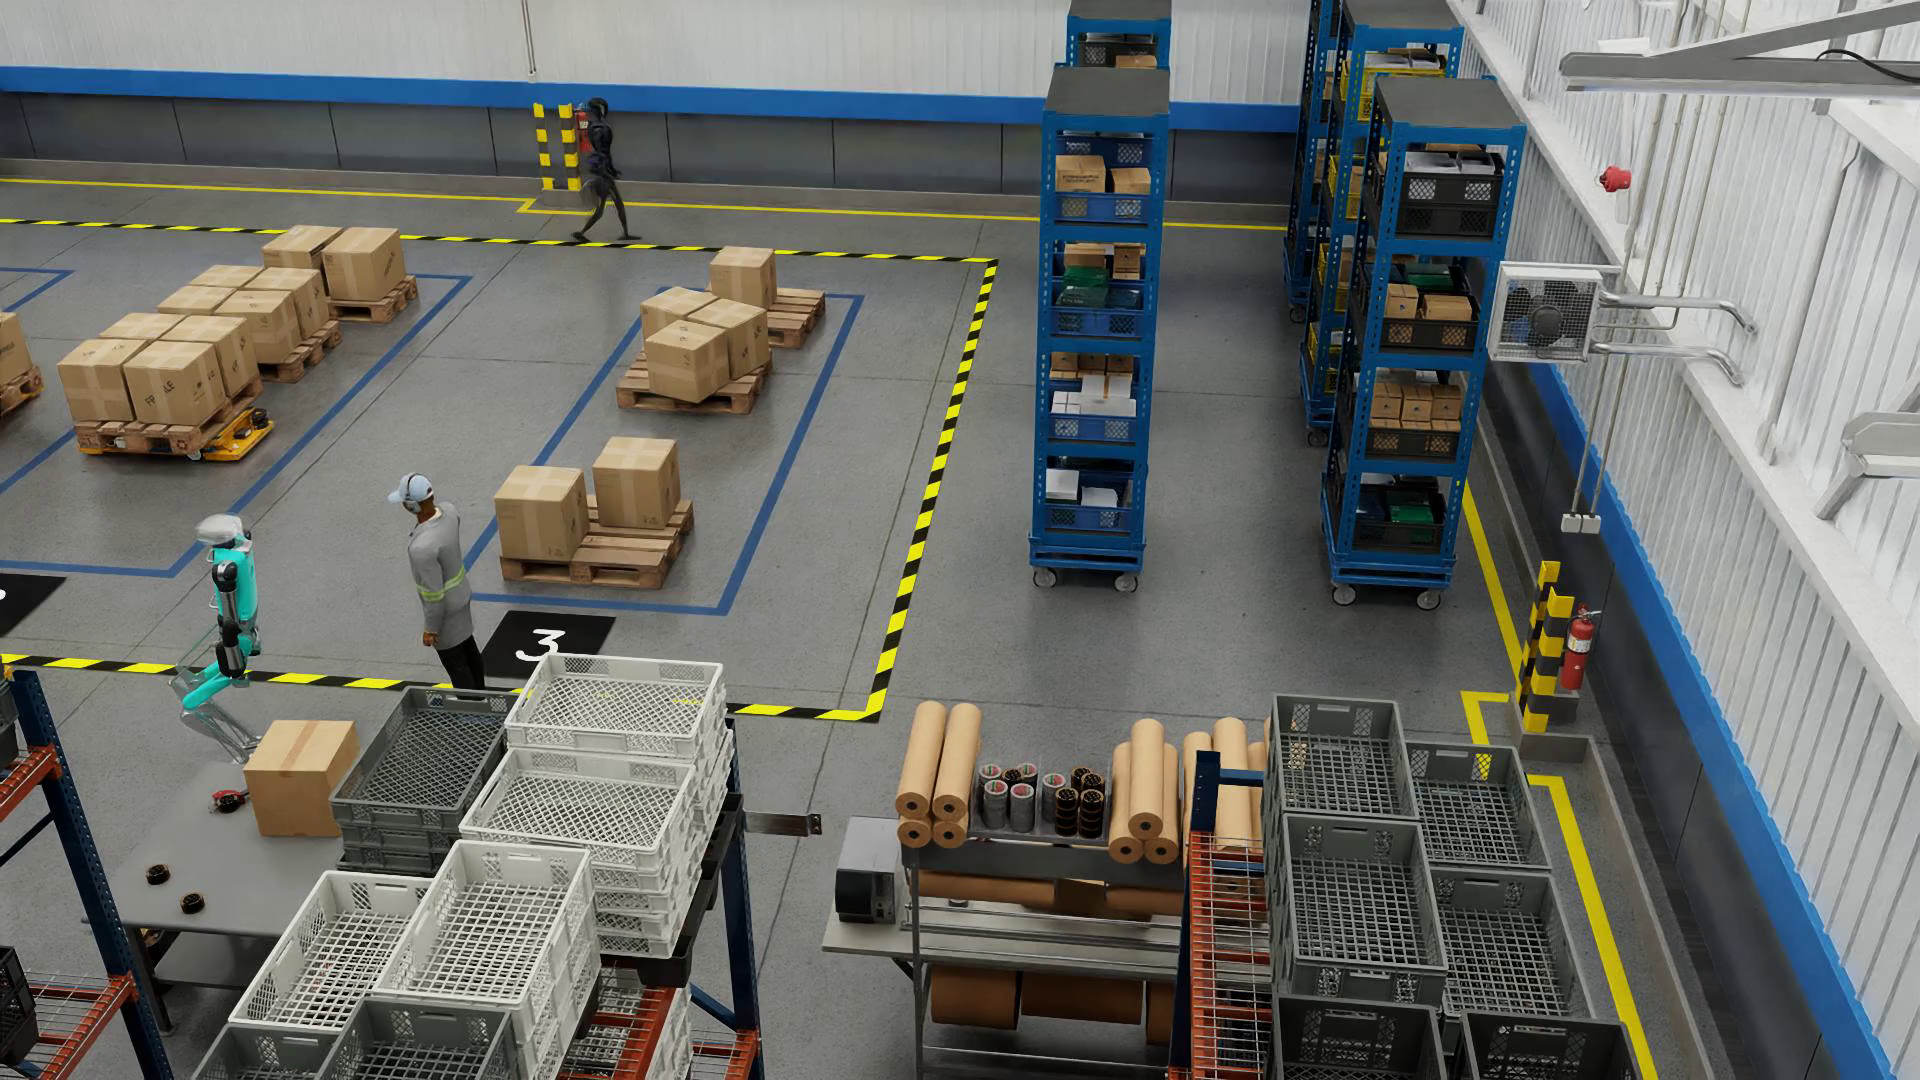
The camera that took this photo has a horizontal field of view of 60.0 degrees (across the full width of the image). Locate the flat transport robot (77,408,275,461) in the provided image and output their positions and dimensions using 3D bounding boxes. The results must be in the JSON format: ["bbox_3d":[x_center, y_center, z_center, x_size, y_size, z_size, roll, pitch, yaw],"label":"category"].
[{"bbox_3d":[-6.728,-0.944,14.268,1.431,0.197,0.652,3,30,6],"label":"flat transport robot"}]

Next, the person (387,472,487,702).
[{"bbox_3d":[-3.262,0.400,10.418,0.397,1.847,0.587,0,30,1],"label":"person"}]

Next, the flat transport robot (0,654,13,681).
[{"bbox_3d":[-7.142,0.969,11.010,1.431,0.231,0.659,3,30,6],"label":"flat transport robot"}]

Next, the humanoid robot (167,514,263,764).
[{"bbox_3d":[-4.512,0.628,10.005,0.735,1.673,0.533,-5,31,-9],"label":"humanoid robot"}]

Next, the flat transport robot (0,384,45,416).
[{"bbox_3d":[-8.779,-1.141,14.606,0.652,0.197,1.431,3,30,6],"label":"flat transport robot"}]

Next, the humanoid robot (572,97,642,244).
[{"bbox_3d":[-3.960,-4.053,18.270,0.726,1.638,0.603,-2,30,-4],"label":"humanoid robot"}]
